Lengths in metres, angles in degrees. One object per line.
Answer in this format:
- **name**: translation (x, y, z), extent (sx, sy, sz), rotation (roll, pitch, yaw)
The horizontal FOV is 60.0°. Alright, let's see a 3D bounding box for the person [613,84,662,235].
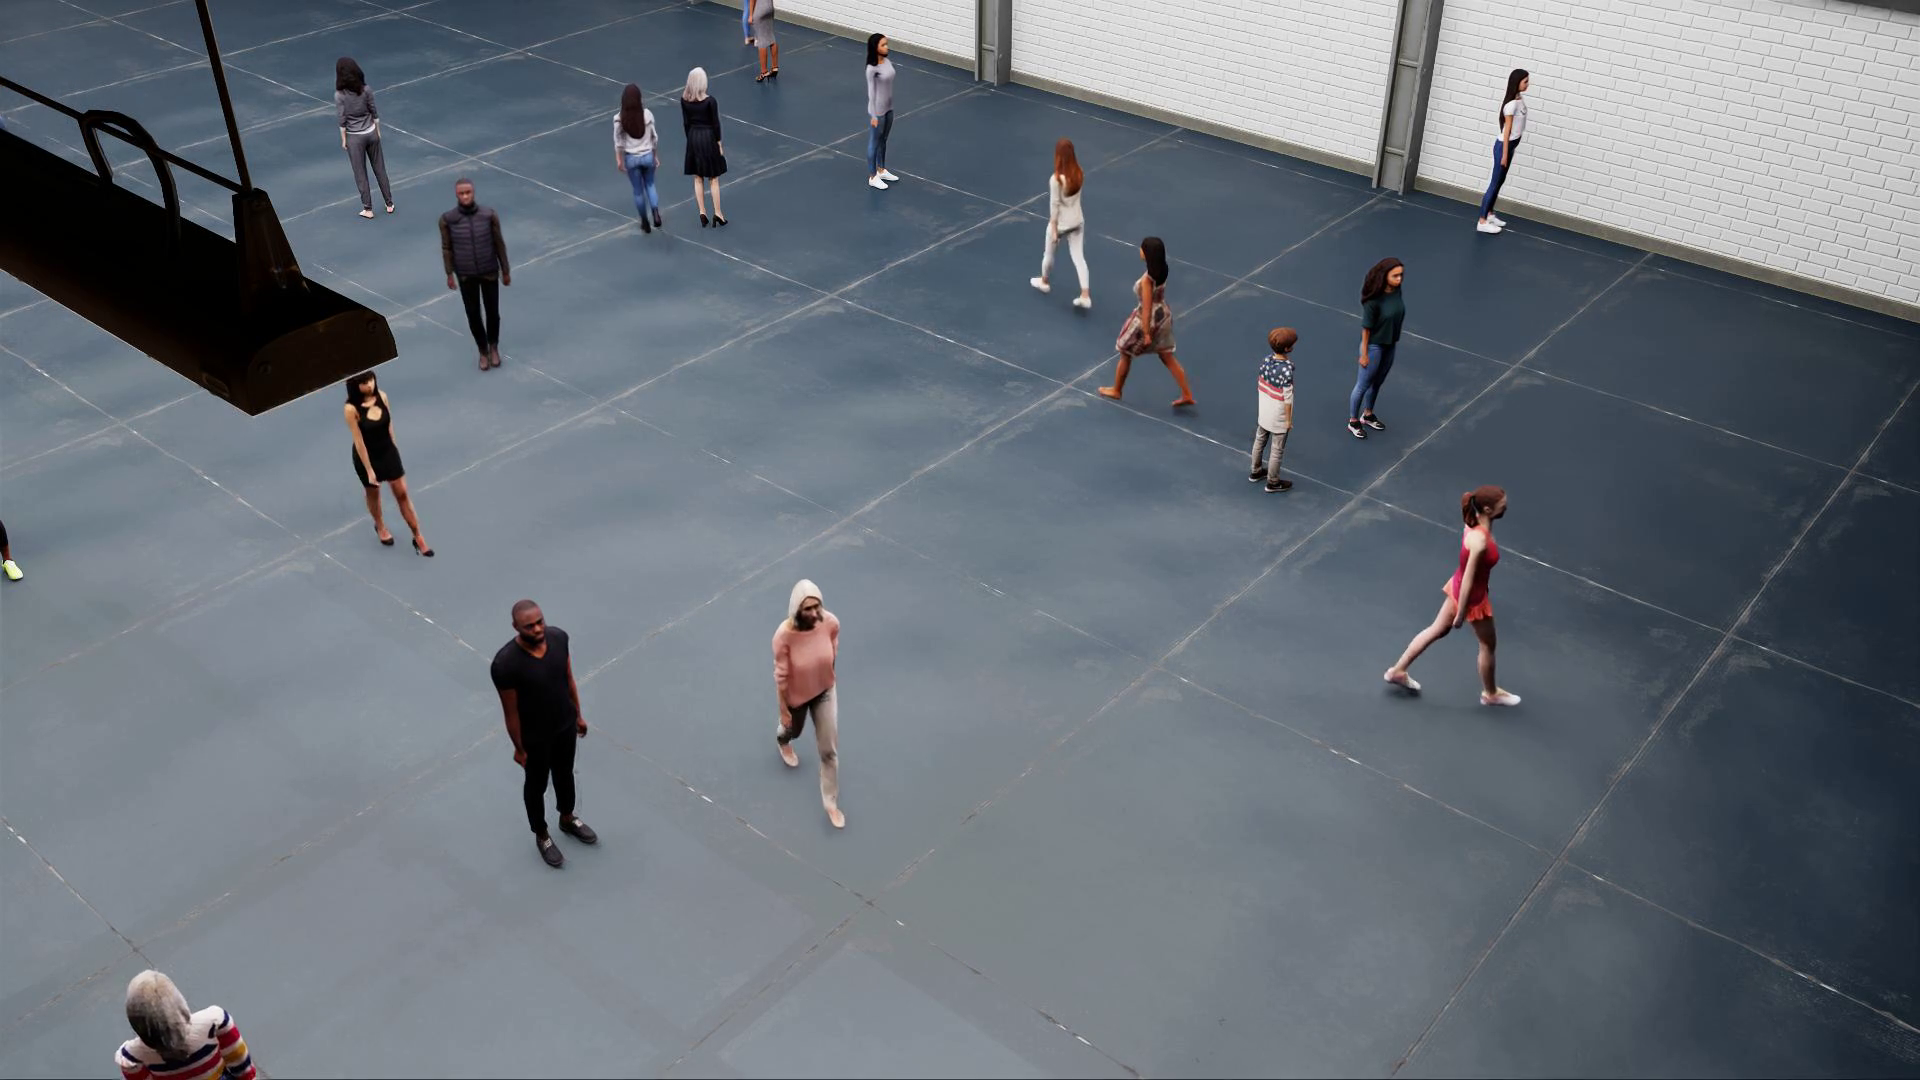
- **person**: translation (-3.406, -4.026, 17.765), extent (0.745, 1.619, 0.800), rotation (-14, 36, -20)

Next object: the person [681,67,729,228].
- **person**: translation (-2.763, -4.241, 17.973), extent (0.635, 1.747, 0.746), rotation (9, 35, 14)

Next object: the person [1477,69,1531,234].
- **person**: translation (5.840, -4.188, 17.868), extent (0.579, 1.774, 0.624), rotation (15, 36, 21)

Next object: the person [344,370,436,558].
- **person**: translation (-4.496, -0.627, 12.651), extent (0.887, 1.619, 0.548), rotation (25, 41, 33)

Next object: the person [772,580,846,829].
- **person**: translation (-0.978, 0.905, 10.289), extent (0.896, 1.683, 1.215), rotation (-16, 37, -23)

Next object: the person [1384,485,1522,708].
- **person**: translation (3.288, 0.373, 11.063), extent (1.184, 1.713, 0.992), rotation (4, 34, 6)

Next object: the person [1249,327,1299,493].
- **person**: translation (2.557, -1.074, 13.486), extent (0.633, 1.439, 0.515), rotation (-19, 38, -26)

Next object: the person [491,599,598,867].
- **person**: translation (-2.468, 1.108, 9.861), extent (0.551, 1.818, 0.663), rotation (27, 42, 34)

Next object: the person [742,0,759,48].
- **person**: translation (-2.944, -7.812, 23.469), extent (0.427, 1.611, 0.647), rotation (25, 41, 33)

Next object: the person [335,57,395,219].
- **person**: translation (-6.544, -4.407, 18.207), extent (0.631, 1.765, 0.578), rotation (-23, 40, -31)

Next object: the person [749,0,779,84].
- **person**: translation (-2.610, -6.990, 22.077), extent (0.499, 1.781, 0.573), rotation (25, 41, 32)

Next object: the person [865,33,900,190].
- **person**: translation (-0.922, -4.917, 19.000), extent (0.605, 1.736, 0.653), rotation (15, 37, 22)

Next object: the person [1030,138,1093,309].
- **person**: translation (1.102, -3.053, 16.253), extent (0.841, 1.672, 1.166), rotation (-18, 38, -25)

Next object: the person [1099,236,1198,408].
- **person**: translation (1.754, -1.860, 14.520), extent (1.160, 1.604, 0.716), rotation (20, 38, 27)

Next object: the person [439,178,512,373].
- **person**: translation (-4.421, -2.470, 15.236), extent (0.845, 1.827, 0.857), rotation (-11, 35, -16)

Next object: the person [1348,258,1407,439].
- **person**: translation (3.574, -1.664, 14.215), extent (0.655, 1.616, 0.660), rotation (-22, 40, -30)

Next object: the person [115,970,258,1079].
- **person**: translation (-3.413, 2.655, 7.555), extent (0.839, 1.795, 0.943), rotation (-15, 36, -21)
